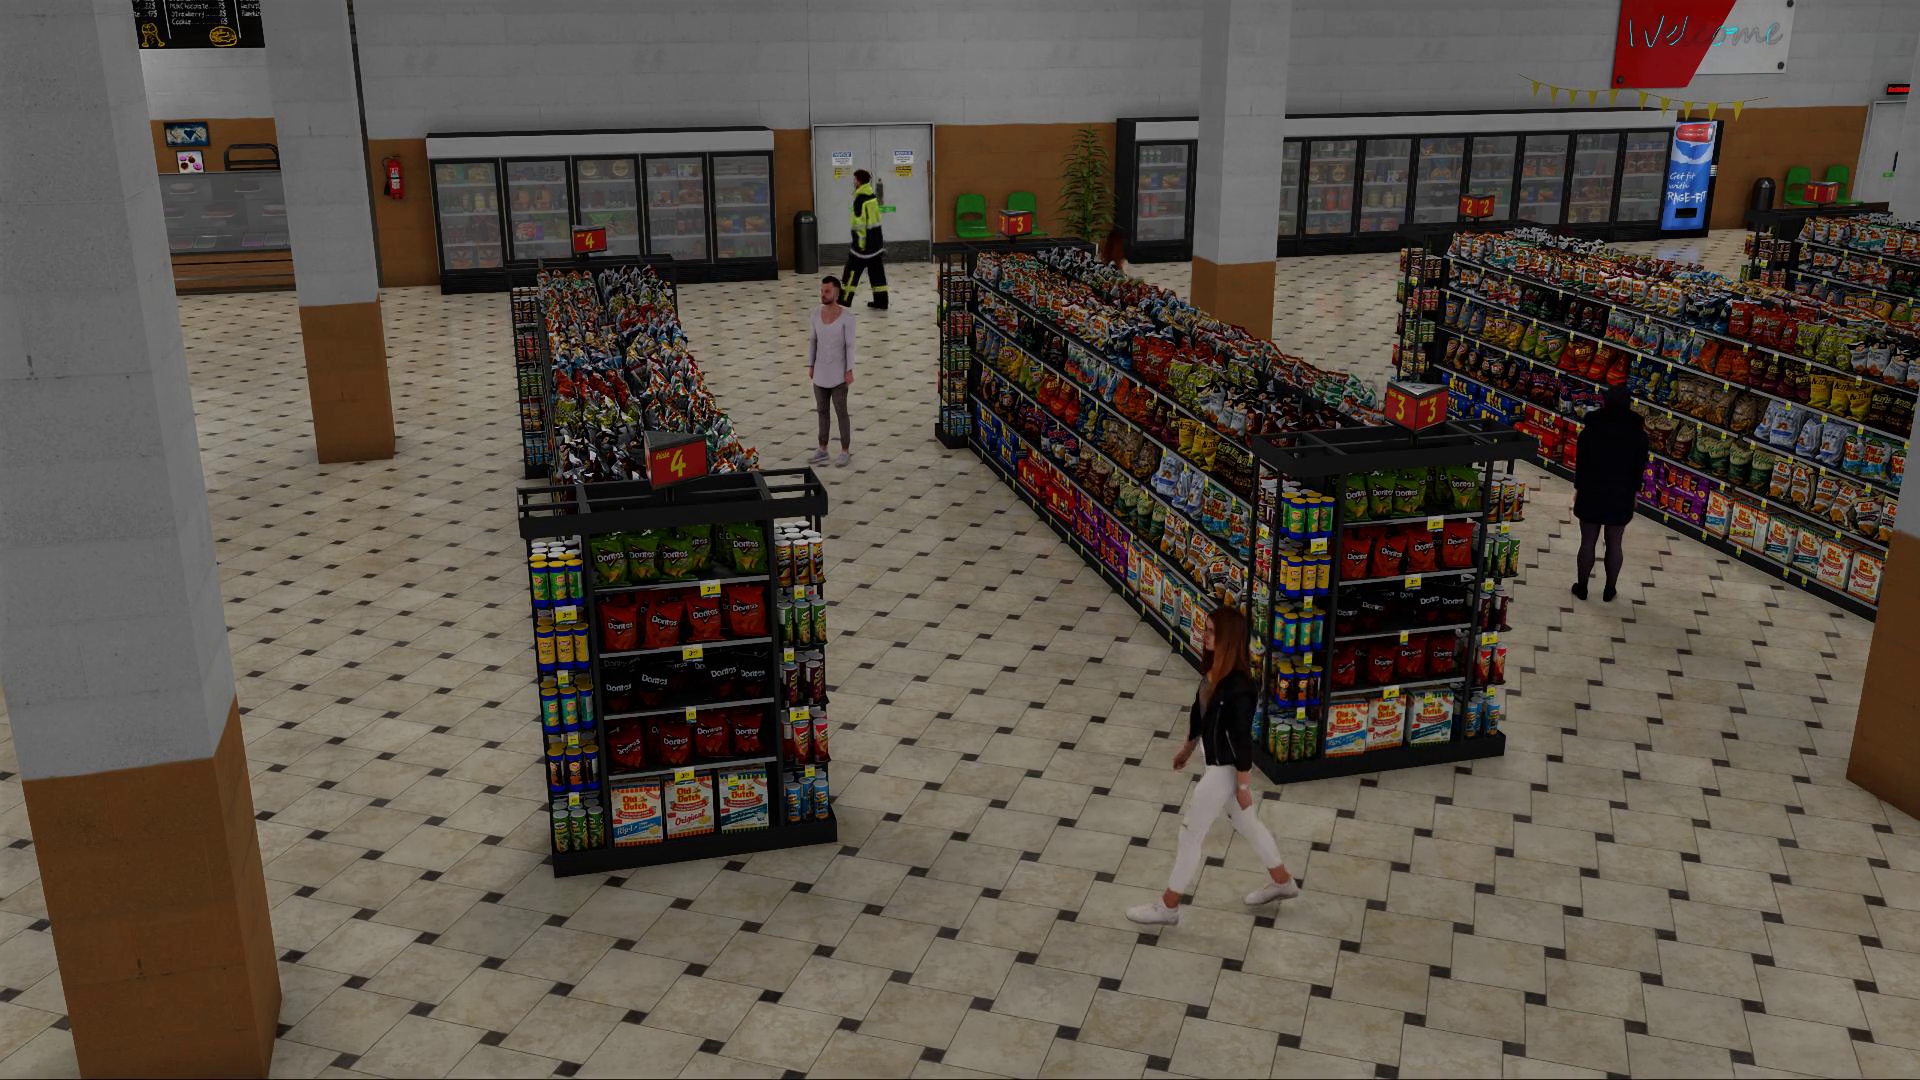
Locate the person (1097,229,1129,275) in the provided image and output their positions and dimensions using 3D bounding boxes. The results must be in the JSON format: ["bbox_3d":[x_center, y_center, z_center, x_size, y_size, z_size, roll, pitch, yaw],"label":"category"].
[{"bbox_3d":[1.739,-2.765,19.637,1.041,1.684,1.255,3,19,10],"label":"person"}]

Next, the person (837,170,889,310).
[{"bbox_3d":[-1.246,-4.230,23.573,1.205,1.945,1.178,8,20,23],"label":"person"}]

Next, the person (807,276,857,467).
[{"bbox_3d":[-1.241,-1.643,16.064,0.744,1.840,0.792,9,21,26],"label":"person"}]

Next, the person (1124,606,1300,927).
[{"bbox_3d":[1.373,1.121,8.148,0.843,1.661,1.123,-1,19,-2],"label":"person"}]

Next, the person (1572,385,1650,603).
[{"bbox_3d":[4.859,-0.353,12.498,0.790,1.675,0.818,5,19,14],"label":"person"}]
